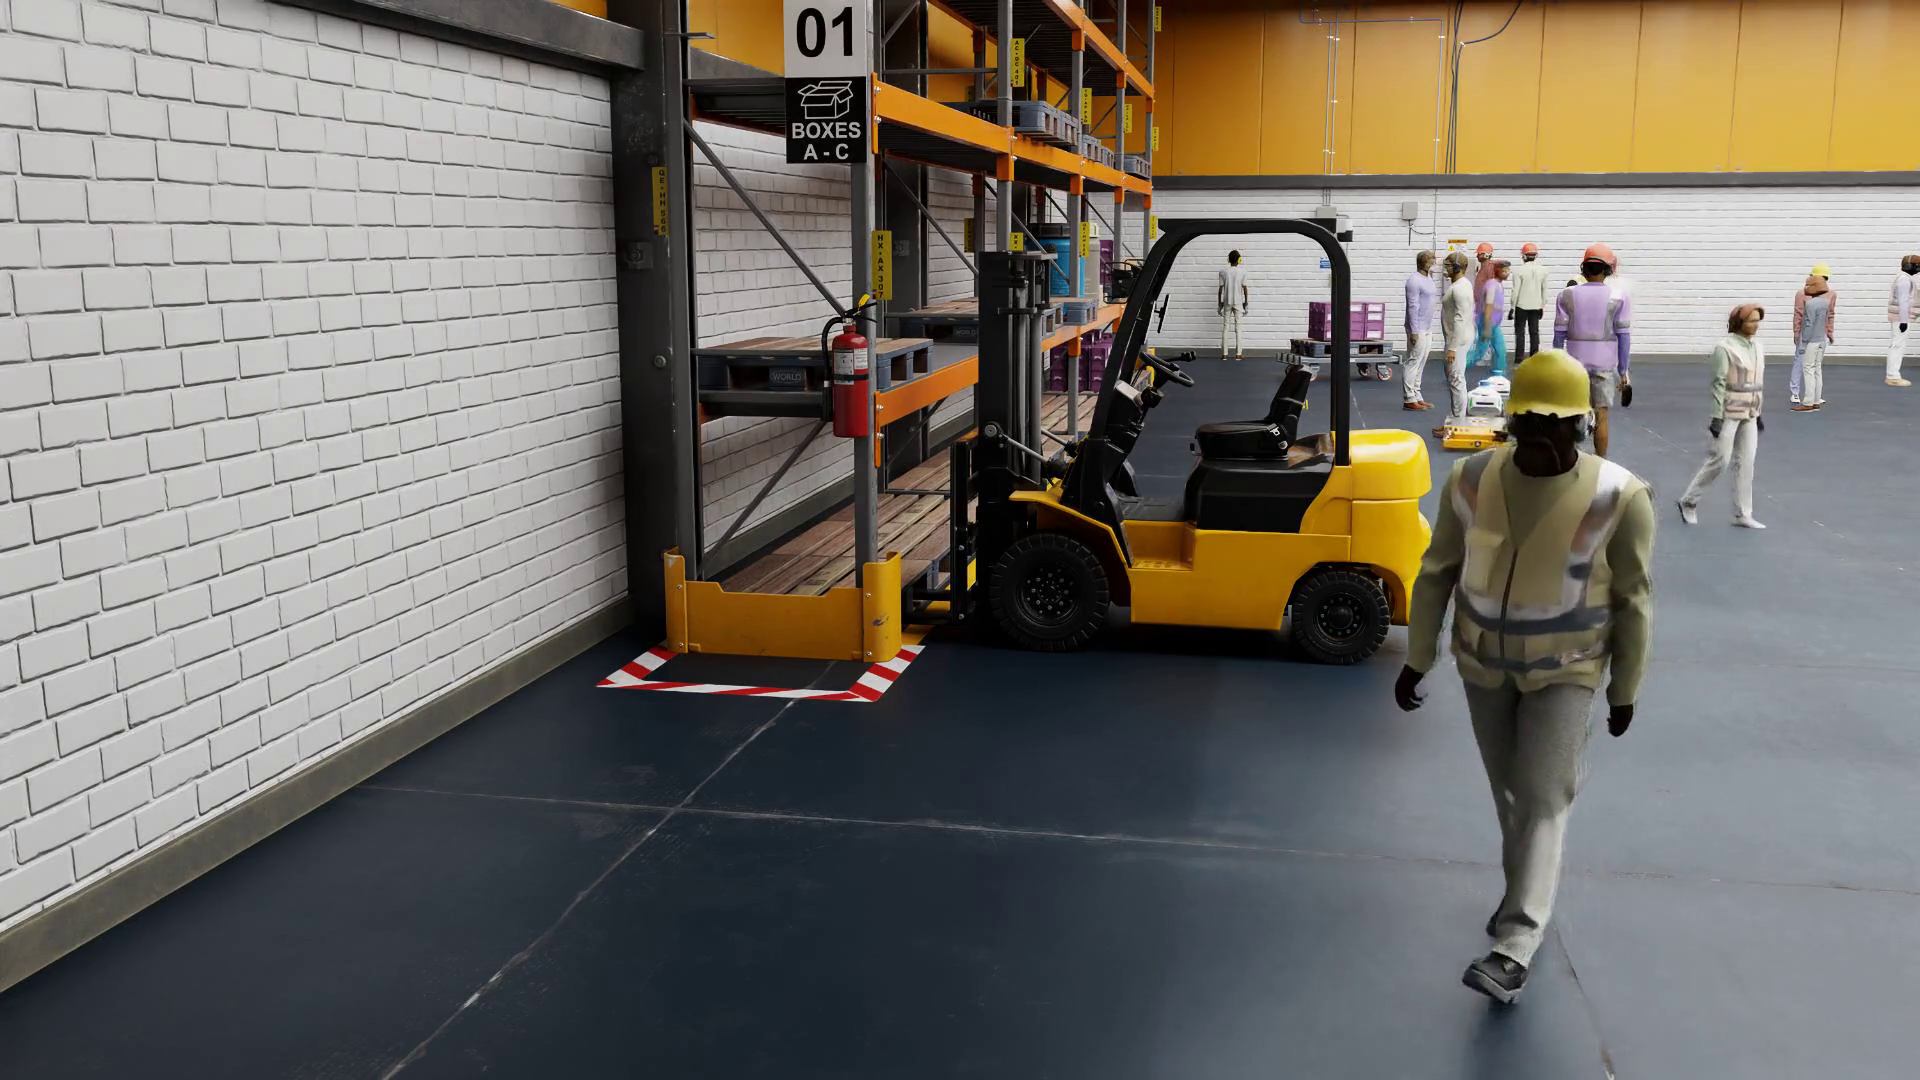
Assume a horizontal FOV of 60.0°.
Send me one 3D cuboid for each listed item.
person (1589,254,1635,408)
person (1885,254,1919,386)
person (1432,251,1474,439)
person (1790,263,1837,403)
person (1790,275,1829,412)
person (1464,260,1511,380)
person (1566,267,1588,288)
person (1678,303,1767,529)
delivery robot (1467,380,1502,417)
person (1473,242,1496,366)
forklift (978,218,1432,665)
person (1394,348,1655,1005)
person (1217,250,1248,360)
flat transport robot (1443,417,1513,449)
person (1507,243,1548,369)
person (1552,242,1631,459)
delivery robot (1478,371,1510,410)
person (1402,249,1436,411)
[{"bbox_3d":[7.852,-2.518,20.147,0.658,1.889,0.679,-3,11,-15],"label":"person"},{"bbox_3d":[13.326,-3.098,23.476,0.430,1.843,0.625,5,12,27],"label":"person"},{"bbox_3d":[5.145,-2.022,17.307,0.370,1.941,0.627,3,11,16],"label":"person"},{"bbox_3d":[10.757,-2.601,20.959,0.522,1.768,0.313,0,10,-2],"label":"person"},{"bbox_3d":[10.224,-2.354,19.969,0.509,1.631,0.270,-9,14,-41],"label":"person"},{"bbox_3d":[7.161,-2.924,22.684,0.914,1.791,0.629,6,12,31],"label":"person"},{"bbox_3d":[8.383,-2.873,22.250,0.634,1.839,0.429,-5,11,-25],"label":"person"},{"bbox_3d":[5.573,-0.890,12.009,0.535,1.649,0.485,-6,12,-30],"label":"person"},{"bbox_3d":[5.606,-1.464,17.792,0.477,0.478,0.707,3,11,16],"label":"delivery robot"},{"bbox_3d":[8.523,-3.836,27.096,0.382,1.996,0.608,1,10,3],"label":"person"},{"bbox_3d":[1.285,-0.567,8.635,2.313,2.155,1.214,2,11,11],"label":"forklift"},{"bbox_3d":[1.560,0.360,4.678,0.613,1.782,0.930,9,14,40],"label":"person"},{"bbox_3d":[4.643,-3.991,28.292,0.531,1.870,0.316,3,11,16],"label":"person"},{"bbox_3d":[5.241,-1.097,16.812,0.652,0.197,1.431,3,11,17],"label":"flat transport robot"},{"bbox_3d":[8.958,-3.679,26.247,0.656,1.989,0.386,-2,11,-13],"label":"person"},{"bbox_3d":[5.324,-1.476,14.037,0.616,2.039,0.387,6,12,30],"label":"person"},{"bbox_3d":[6.160,-1.700,19.082,0.477,0.478,0.707,2,10,9],"label":"delivery robot"},{"bbox_3d":[5.561,-2.527,20.084,0.372,1.939,0.631,6,12,32],"label":"person"}]
